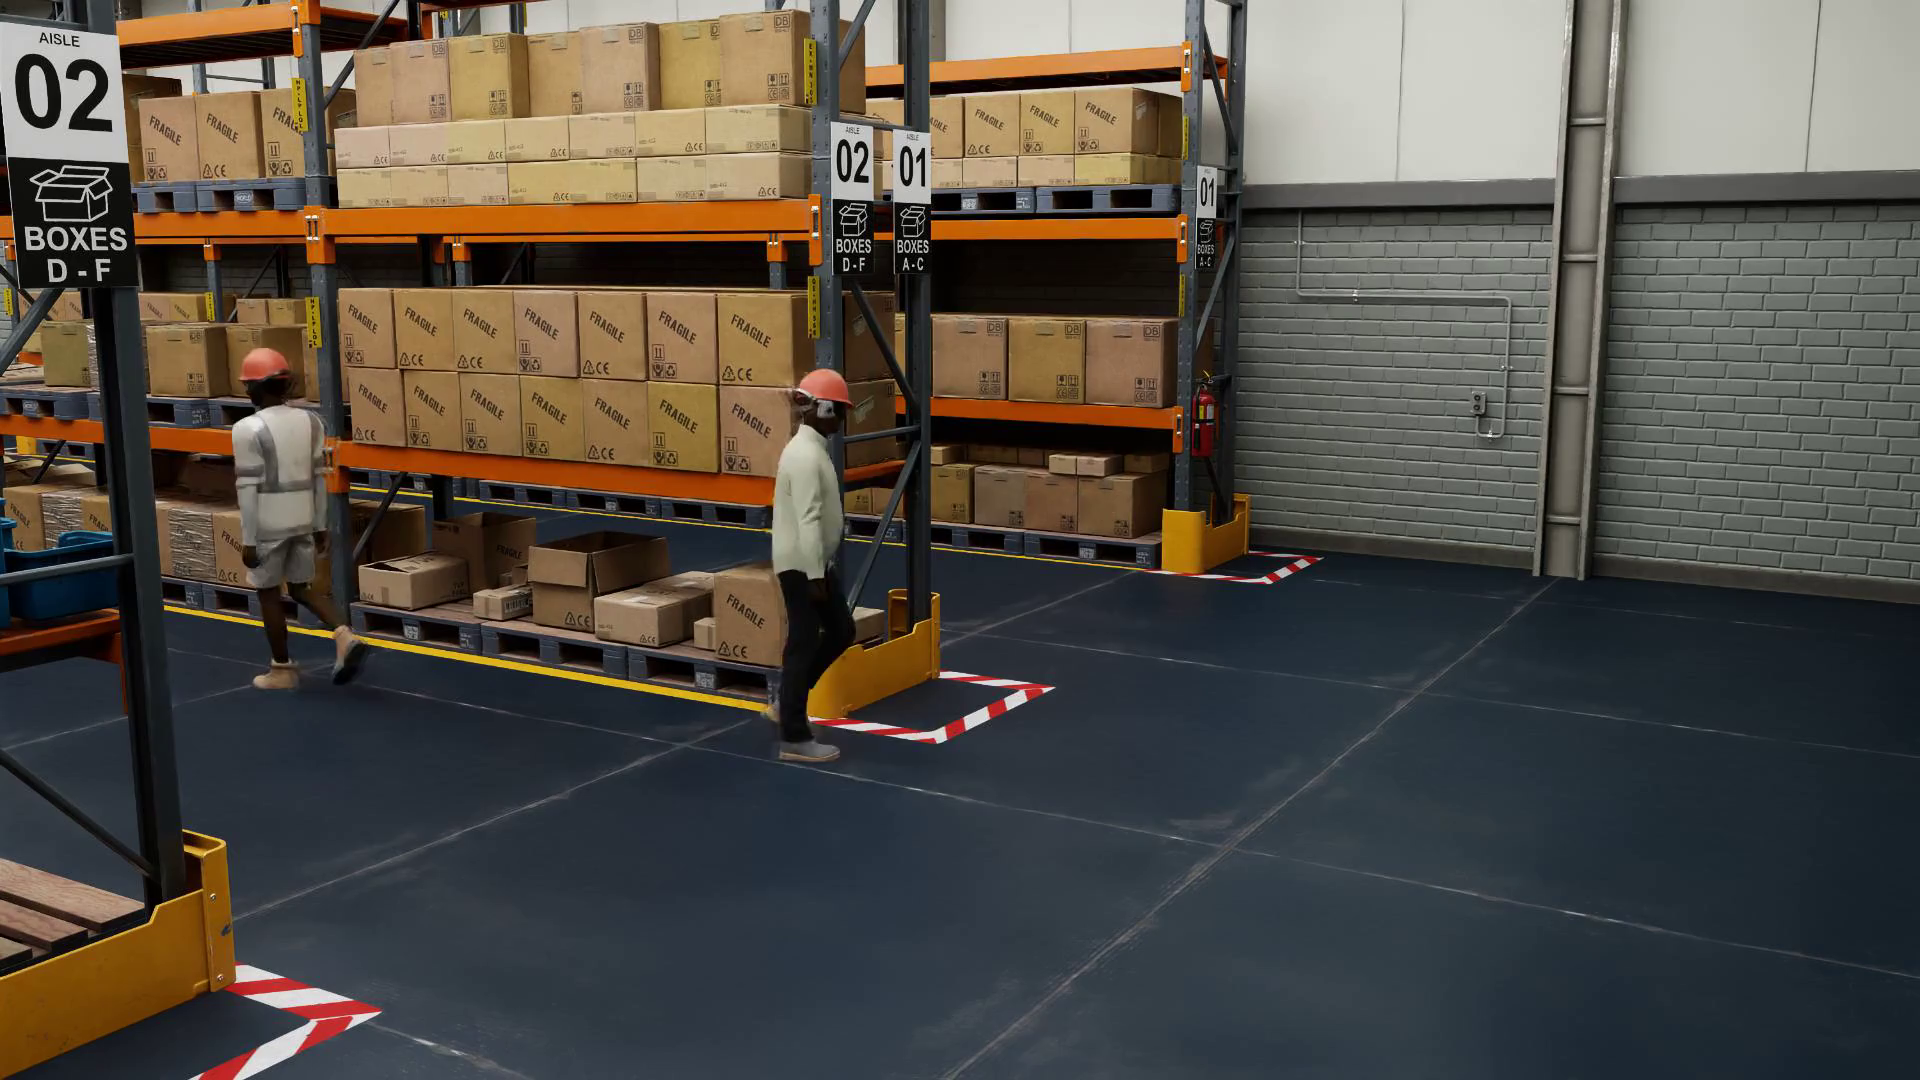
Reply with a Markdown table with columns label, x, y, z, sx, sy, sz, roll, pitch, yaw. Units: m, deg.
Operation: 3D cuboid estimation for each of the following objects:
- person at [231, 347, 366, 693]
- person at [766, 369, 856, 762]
| label | x | y | z | sx | sy | sz | roll | pitch | yaw |
| --- | --- | --- | --- | --- | --- | --- | --- | --- | --- |
| person | -3.825 | -0.087 | 9.532 | 0.689 | 2.025 | 0.603 | 5 | 11 | 26 |
| person | -0.737 | 0.131 | 8.368 | 0.425 | 1.968 | 0.675 | 1 | 10 | 4 |
